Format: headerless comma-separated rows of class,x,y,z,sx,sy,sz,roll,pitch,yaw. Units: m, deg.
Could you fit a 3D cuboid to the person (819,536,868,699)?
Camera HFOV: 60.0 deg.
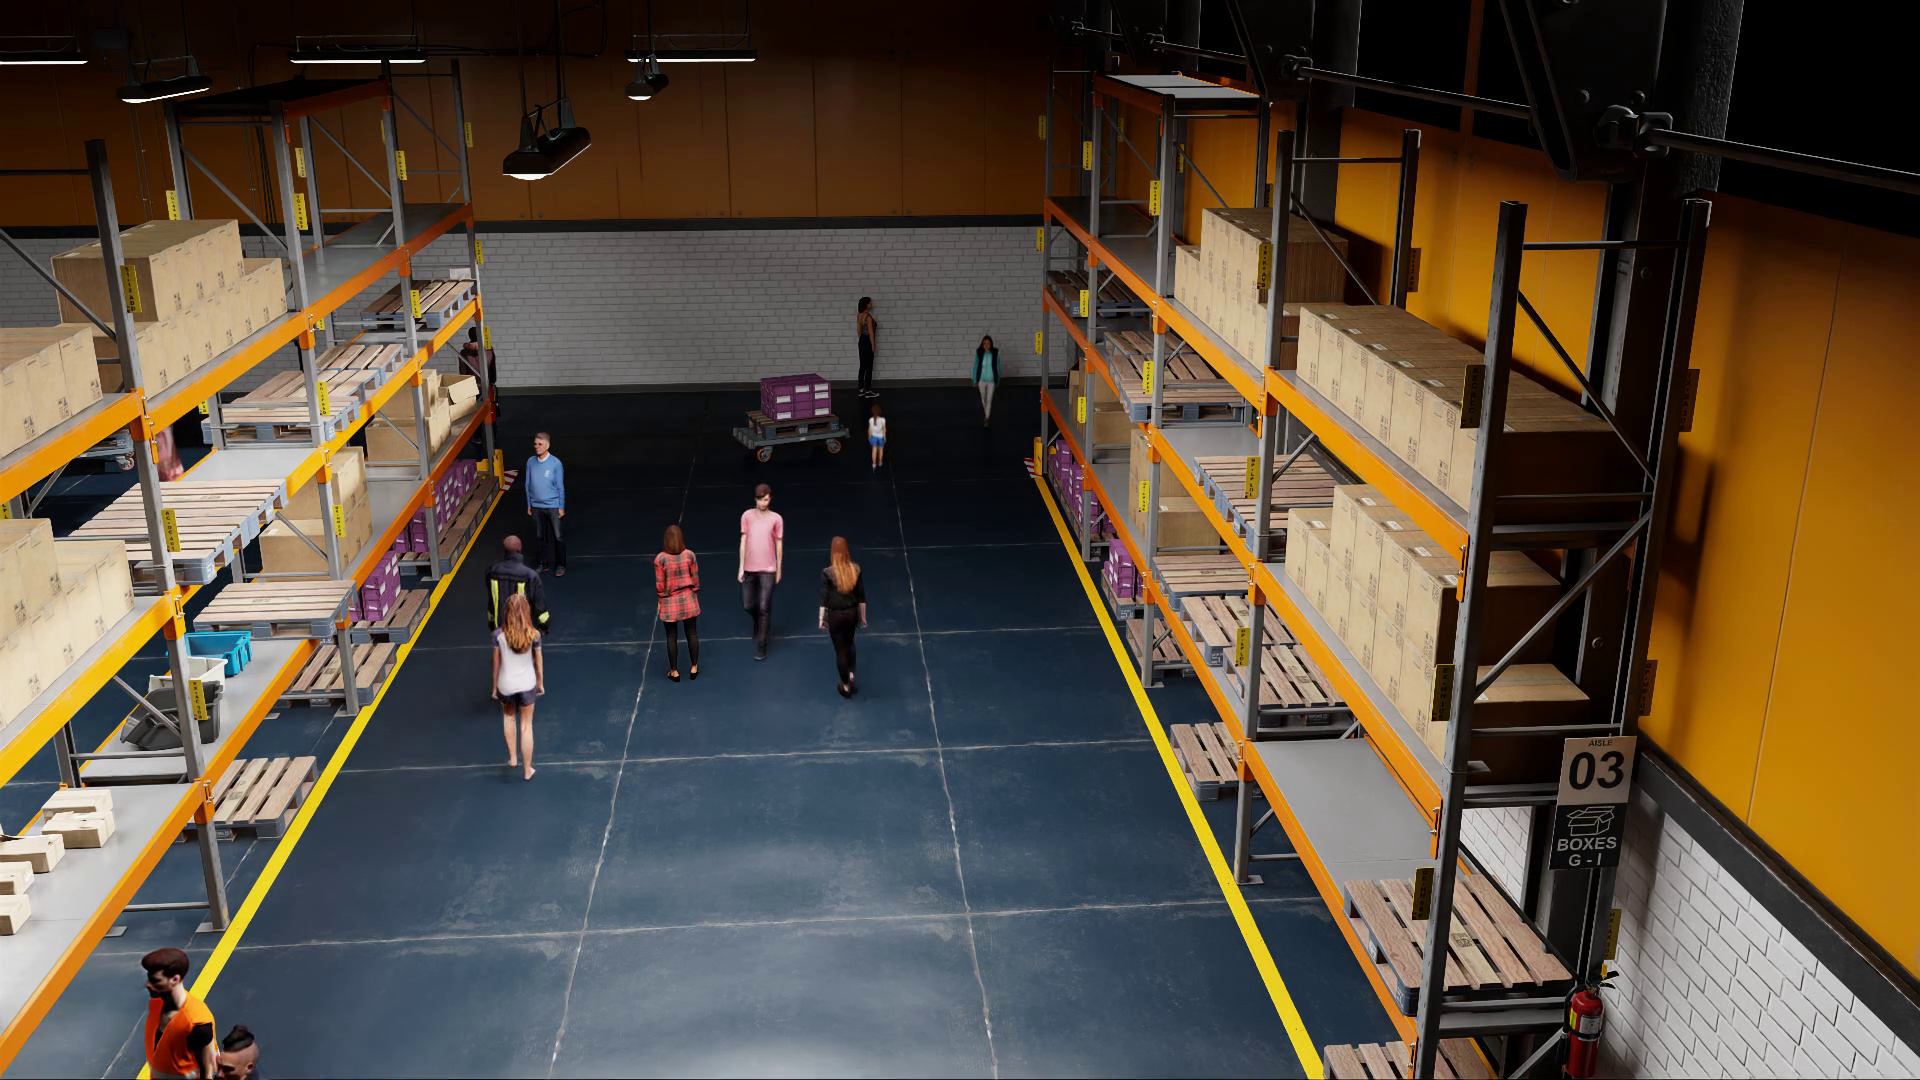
person,-1.153,0.811,16.857,0.706,1.705,0.690,-9,20,-24

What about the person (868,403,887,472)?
person,-1.248,-1.535,24.917,0.493,1.006,0.740,1,19,4

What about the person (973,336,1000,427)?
person,0.446,-2.644,27.490,0.697,1.466,1.029,2,19,5

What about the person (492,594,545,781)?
person,-4.054,1.375,15.195,0.661,1.697,0.698,-4,19,-12

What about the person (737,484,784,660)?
person,-2.140,0.297,18.014,0.740,1.941,0.888,3,19,8

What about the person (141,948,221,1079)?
person,-4.425,3.171,9.562,0.781,1.888,0.823,12,22,31

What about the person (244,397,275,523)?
person,-9.485,-1.105,22.479,0.682,1.749,0.708,10,21,28

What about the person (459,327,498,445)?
person,-7.618,-2.464,26.359,0.877,1.847,0.885,-13,23,-34

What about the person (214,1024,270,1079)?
person,-3.706,3.398,8.969,1.027,1.837,1.130,8,20,22

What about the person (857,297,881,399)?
person,-1.655,-3.409,29.287,0.750,1.770,0.637,-13,22,-33

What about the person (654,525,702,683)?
person,-2.935,0.651,17.335,0.665,1.703,0.635,-7,20,-19

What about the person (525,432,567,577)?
person,-5.081,-0.458,20.444,0.709,1.820,0.669,4,19,10

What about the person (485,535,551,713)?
person,-4.457,0.851,16.587,0.890,1.801,0.978,5,19,13
